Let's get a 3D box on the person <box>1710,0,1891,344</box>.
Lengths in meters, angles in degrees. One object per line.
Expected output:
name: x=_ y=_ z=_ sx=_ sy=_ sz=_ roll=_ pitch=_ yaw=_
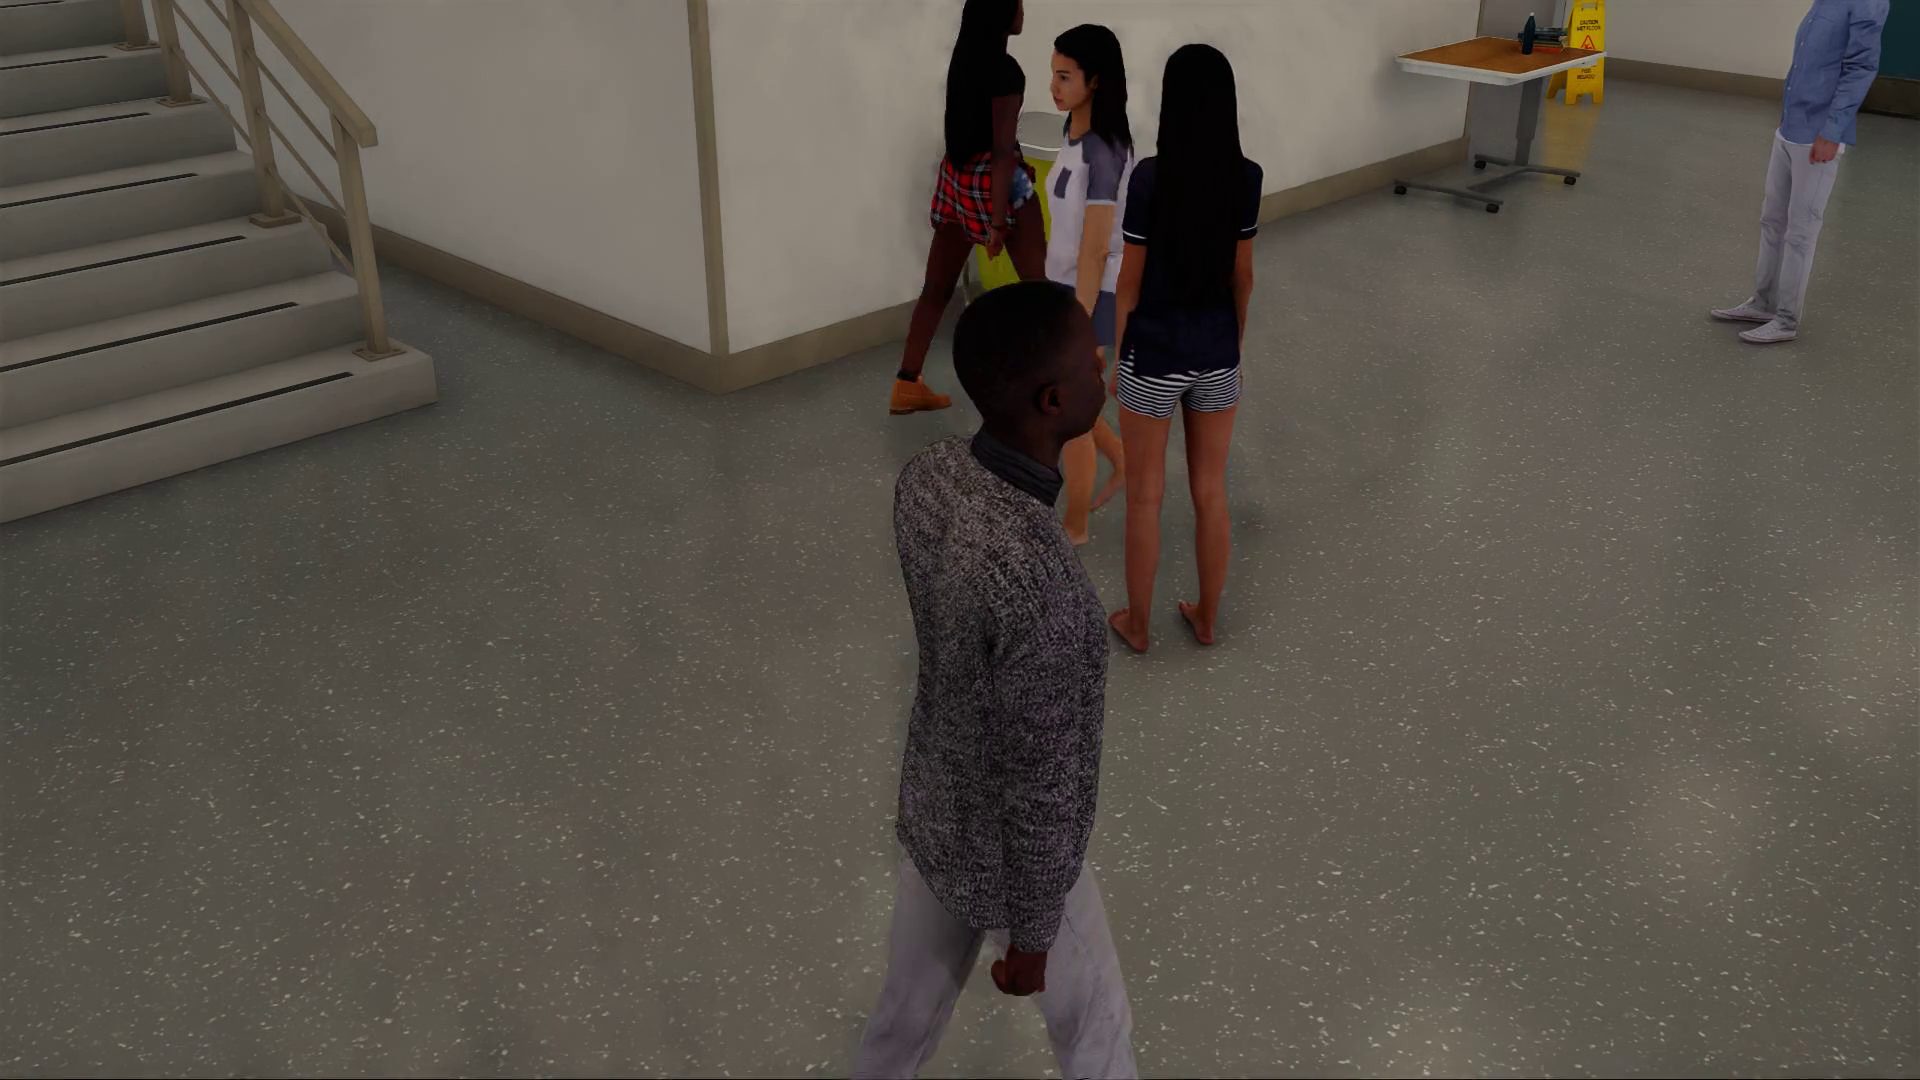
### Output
person: x=3.764 y=-1.820 z=7.339 sx=0.793 sy=1.888 sz=0.735 roll=0 pitch=26 yaw=0

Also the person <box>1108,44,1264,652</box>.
person: x=0.630 y=-0.500 z=4.744 sx=0.648 sy=1.764 sz=0.669 roll=-7 pitch=27 yaw=-15

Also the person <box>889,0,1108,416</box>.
person: x=0.013 y=-1.246 z=6.410 sx=0.805 sy=1.660 sz=1.191 roll=-17 pitch=30 yaw=-31

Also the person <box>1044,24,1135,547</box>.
person: x=0.470 y=-0.764 z=5.346 sx=0.816 sy=1.717 sz=0.774 roll=-6 pitch=26 yaw=-13

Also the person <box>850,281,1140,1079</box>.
person: x=-0.039 y=0.504 z=2.614 sx=0.988 sy=1.806 sz=1.108 roll=-13 pitch=29 yaw=-25
